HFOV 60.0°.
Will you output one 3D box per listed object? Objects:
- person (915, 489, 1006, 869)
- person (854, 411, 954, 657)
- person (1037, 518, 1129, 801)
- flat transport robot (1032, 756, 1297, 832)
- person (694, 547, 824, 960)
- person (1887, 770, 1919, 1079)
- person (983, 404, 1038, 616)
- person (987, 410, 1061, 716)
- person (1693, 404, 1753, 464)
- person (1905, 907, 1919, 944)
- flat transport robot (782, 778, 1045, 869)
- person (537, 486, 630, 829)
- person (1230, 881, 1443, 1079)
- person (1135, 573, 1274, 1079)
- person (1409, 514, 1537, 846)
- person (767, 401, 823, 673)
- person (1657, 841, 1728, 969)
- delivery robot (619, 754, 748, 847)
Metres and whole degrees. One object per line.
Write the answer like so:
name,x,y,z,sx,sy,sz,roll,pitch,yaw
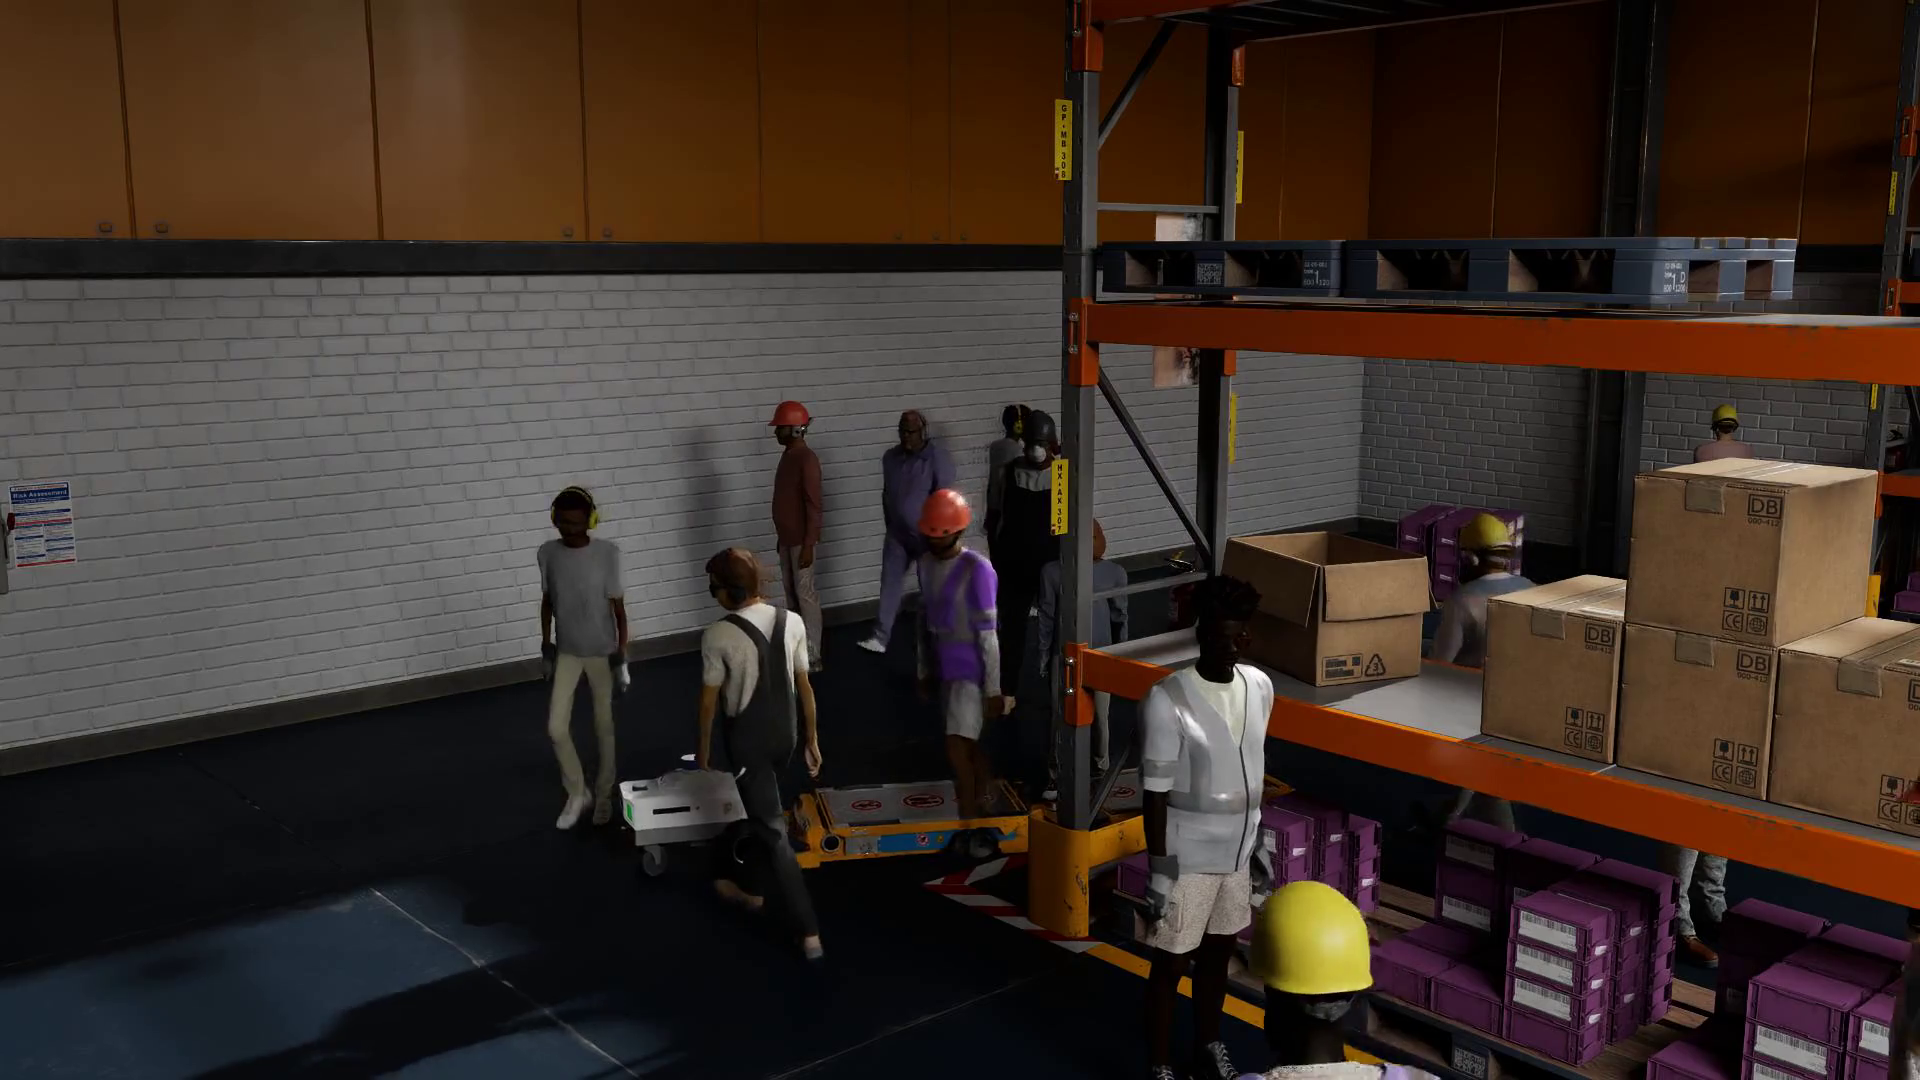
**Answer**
person,-0.010,0.674,8.360,0.714,1.892,0.664,-7,12,-36
person,-0.399,-0.029,12.547,0.659,1.863,0.875,6,11,31
person,0.675,0.657,9.223,0.507,1.631,0.280,2,10,10
flat transport robot,1.166,1.393,8.898,1.431,0.197,0.652,-4,10,-22
person,-0.868,0.913,7.328,0.529,1.784,0.957,-9,13,-44
person,2.398,1.414,3.937,0.564,1.923,0.643,-9,13,-42
person,0.341,-0.208,13.726,0.877,1.839,0.513,-6,11,-31
person,0.504,0.159,10.951,0.672,2.000,0.536,1,10,7
person,6.537,-0.284,14.345,0.532,1.767,0.328,-1,10,-3
person,4.252,1.005,7.001,0.315,1.696,0.540,-2,10,-14
flat transport robot,-0.265,1.446,8.589,1.431,0.197,0.652,-2,10,-11
person,-1.976,0.623,8.797,0.547,1.845,0.490,1,10,5
person,0.664,1.567,3.196,0.606,1.870,1.015,-1,10,-8
person,0.866,1.076,5.803,0.608,1.963,0.372,-8,12,-38
person,2.524,0.758,8.210,0.619,1.782,0.916,-6,11,-29
person,-1.202,-0.020,12.131,0.381,1.994,0.622,-5,11,-26
person,3.288,0.856,7.182,0.627,1.934,0.370,-6,11,-32
delivery robot,-1.331,1.311,8.275,0.707,0.478,0.477,-3,10,-16
